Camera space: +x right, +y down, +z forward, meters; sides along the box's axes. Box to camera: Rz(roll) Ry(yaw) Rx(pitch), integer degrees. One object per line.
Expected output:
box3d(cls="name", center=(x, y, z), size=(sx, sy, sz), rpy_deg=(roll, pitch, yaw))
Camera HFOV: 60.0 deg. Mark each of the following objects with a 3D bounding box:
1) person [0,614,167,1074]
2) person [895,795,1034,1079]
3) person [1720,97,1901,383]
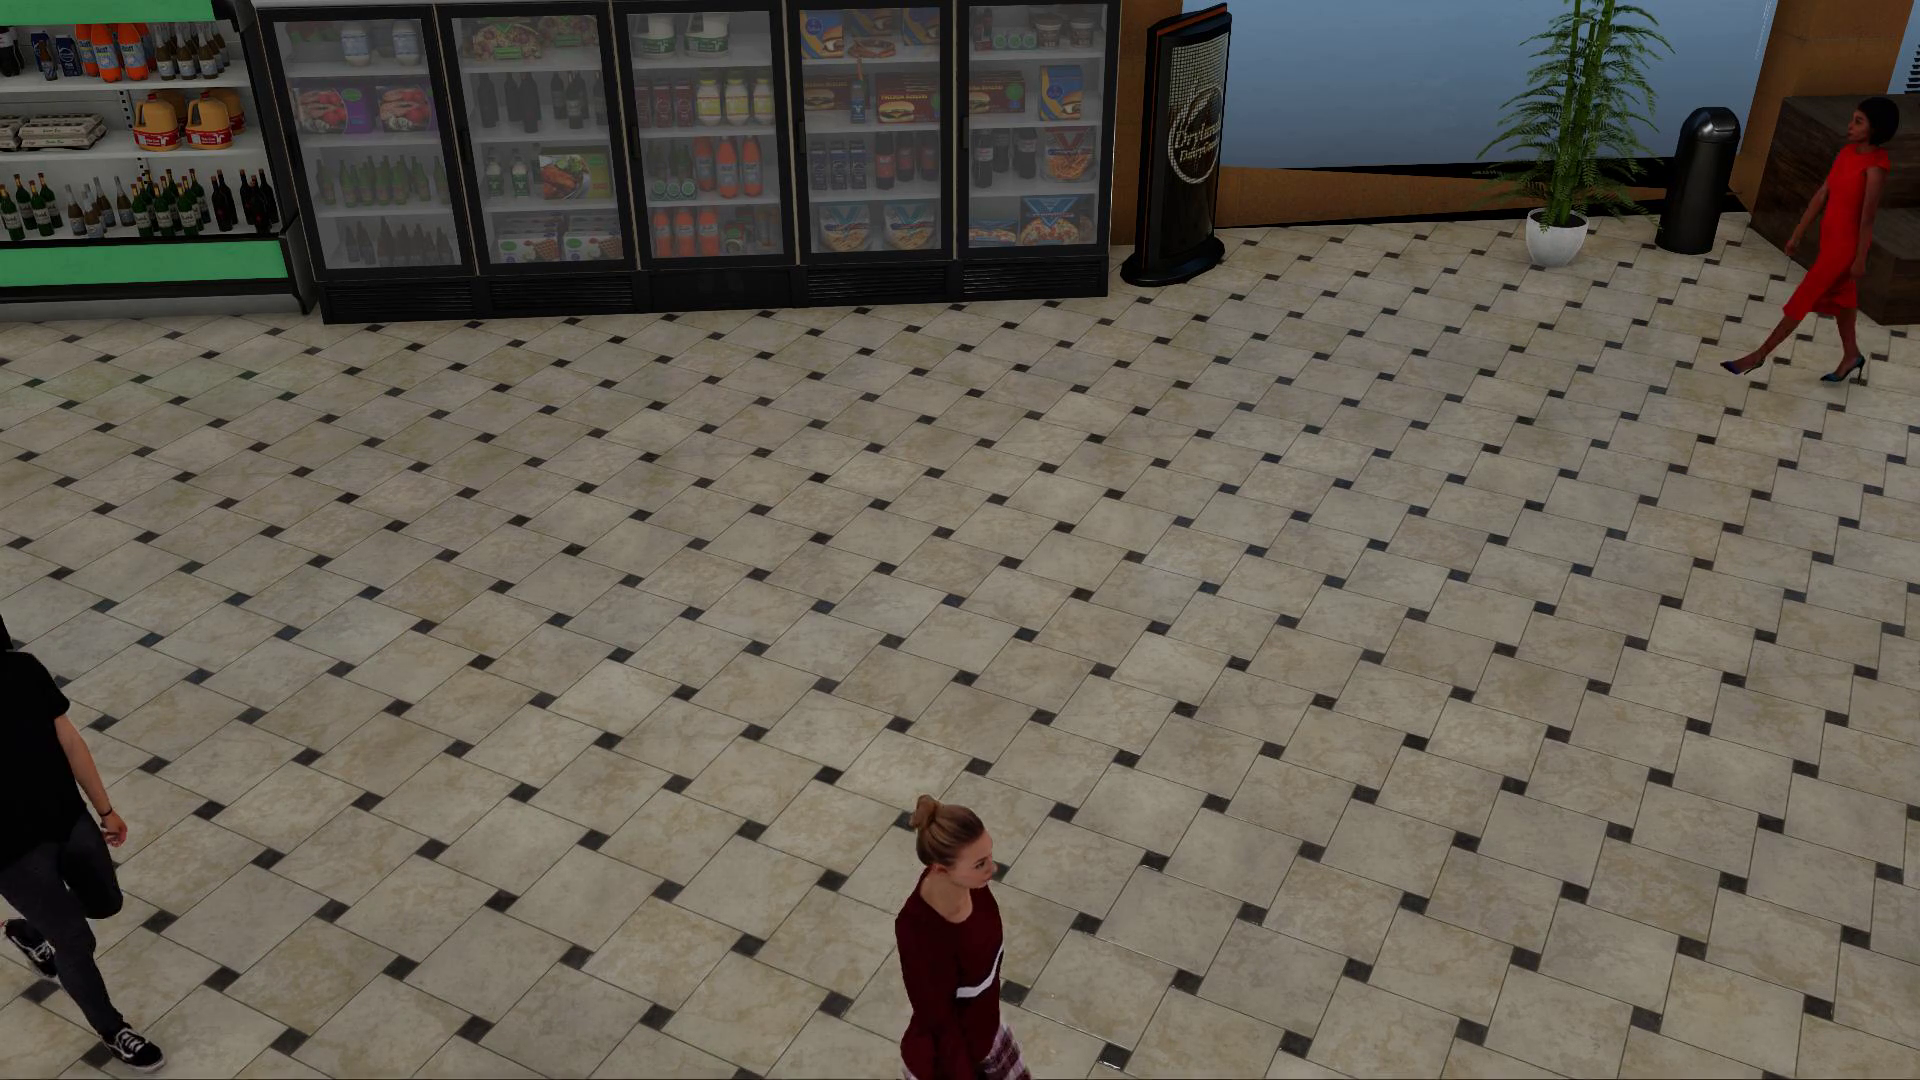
box3d(cls="person", center=(-3.004, 0.905, 5.317), size=(1.088, 1.808, 0.923), rpy_deg=(14, 35, 21))
box3d(cls="person", center=(-0.088, 1.387, 4.660), size=(0.823, 1.683, 0.770), rpy_deg=(14, 34, 21))
box3d(cls="person", center=(5.117, -1.648, 9.519), size=(1.110, 1.701, 0.683), rpy_deg=(1, 32, 1))
